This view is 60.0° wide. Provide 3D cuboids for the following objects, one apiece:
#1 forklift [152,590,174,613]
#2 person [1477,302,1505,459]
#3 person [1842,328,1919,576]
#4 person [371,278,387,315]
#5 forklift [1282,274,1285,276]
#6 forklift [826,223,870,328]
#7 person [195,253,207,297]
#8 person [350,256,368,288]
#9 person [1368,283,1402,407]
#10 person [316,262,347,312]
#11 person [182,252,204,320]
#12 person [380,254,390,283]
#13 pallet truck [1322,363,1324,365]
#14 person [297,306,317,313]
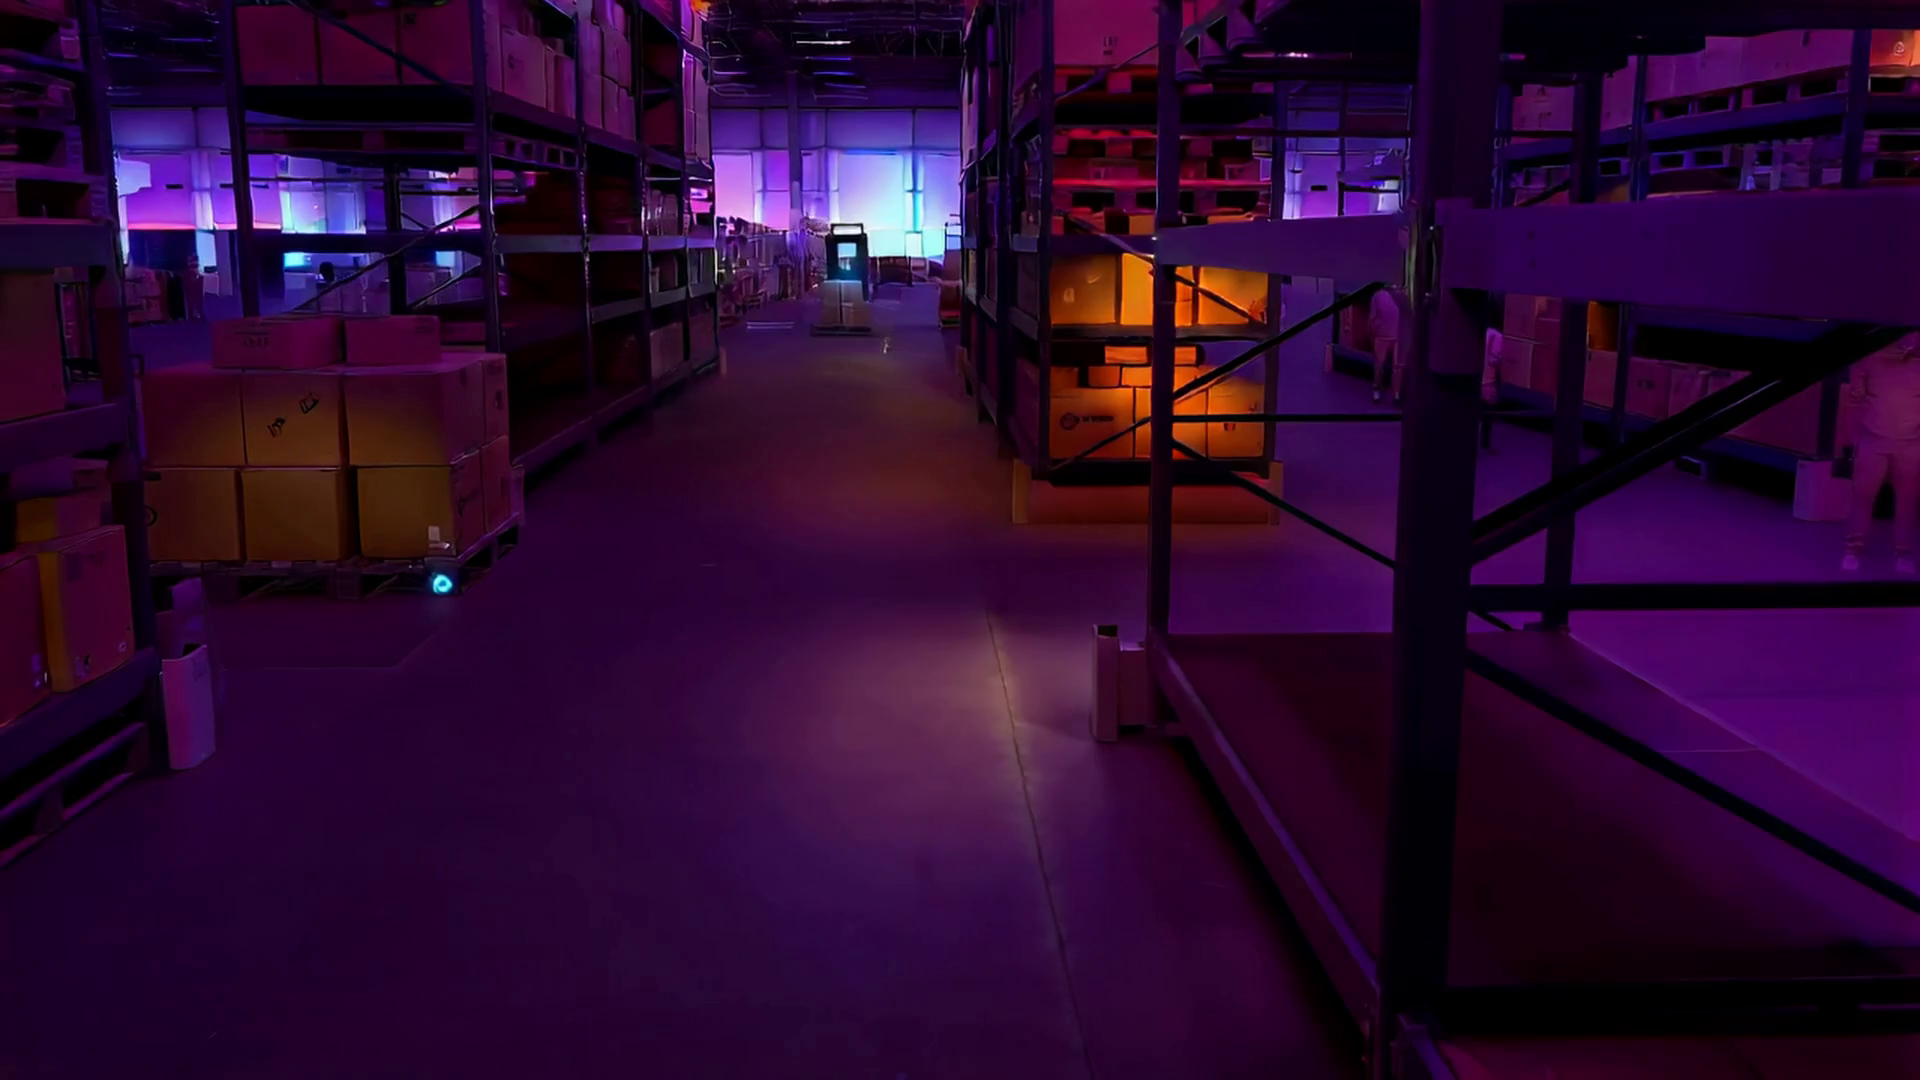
[{"bbox_3d":[-5.858,-0.811,9.639,1.873,2.768,1.129,-1,10,-3],"label":"forklift"},{"bbox_3d":[5.701,-1.722,18.013,0.318,1.696,0.532,-4,11,-19],"label":"person"},{"bbox_3d":[6.579,-0.695,11.747,0.642,1.899,0.396,5,11,26],"label":"person"},{"bbox_3d":[-11.753,-4.466,33.505,0.526,1.626,0.518,-5,11,-26],"label":"person"},{"bbox_3d":[12.240,-10.302,62.509,1.129,2.768,1.873,0,10,-2],"label":"forklift"},{"bbox_3d":[-2.948,-6.933,43.744,1.129,2.768,1.873,0,10,-2],"label":"forklift"},{"bbox_3d":[-31.935,-11.110,69.866,0.392,1.853,0.534,-1,10,-4],"label":"person"},{"bbox_3d":[-19.826,-8.392,54.697,0.653,1.861,0.596,8,13,36],"label":"person"},{"bbox_3d":[6.123,-2.859,23.673,0.631,1.940,0.372,2,10,11],"label":"person"},{"bbox_3d":[-11.794,-4.217,31.174,0.600,1.960,0.374,2,10,10],"label":"person"},{"bbox_3d":[-22.994,-7.604,49.818,0.673,2.000,0.536,7,12,34],"label":"person"},{"bbox_3d":[-21.489,-9.789,62.316,0.385,1.922,0.594,1,10,4],"label":"person"},{"bbox_3d":[7.712,-4.157,30.737,1.885,1.965,0.823,3,11,16],"label":"pallet truck"},{"bbox_3d":[-6.722,-1.568,17.160,0.529,1.694,0.321,5,11,27],"label":"person"}]
